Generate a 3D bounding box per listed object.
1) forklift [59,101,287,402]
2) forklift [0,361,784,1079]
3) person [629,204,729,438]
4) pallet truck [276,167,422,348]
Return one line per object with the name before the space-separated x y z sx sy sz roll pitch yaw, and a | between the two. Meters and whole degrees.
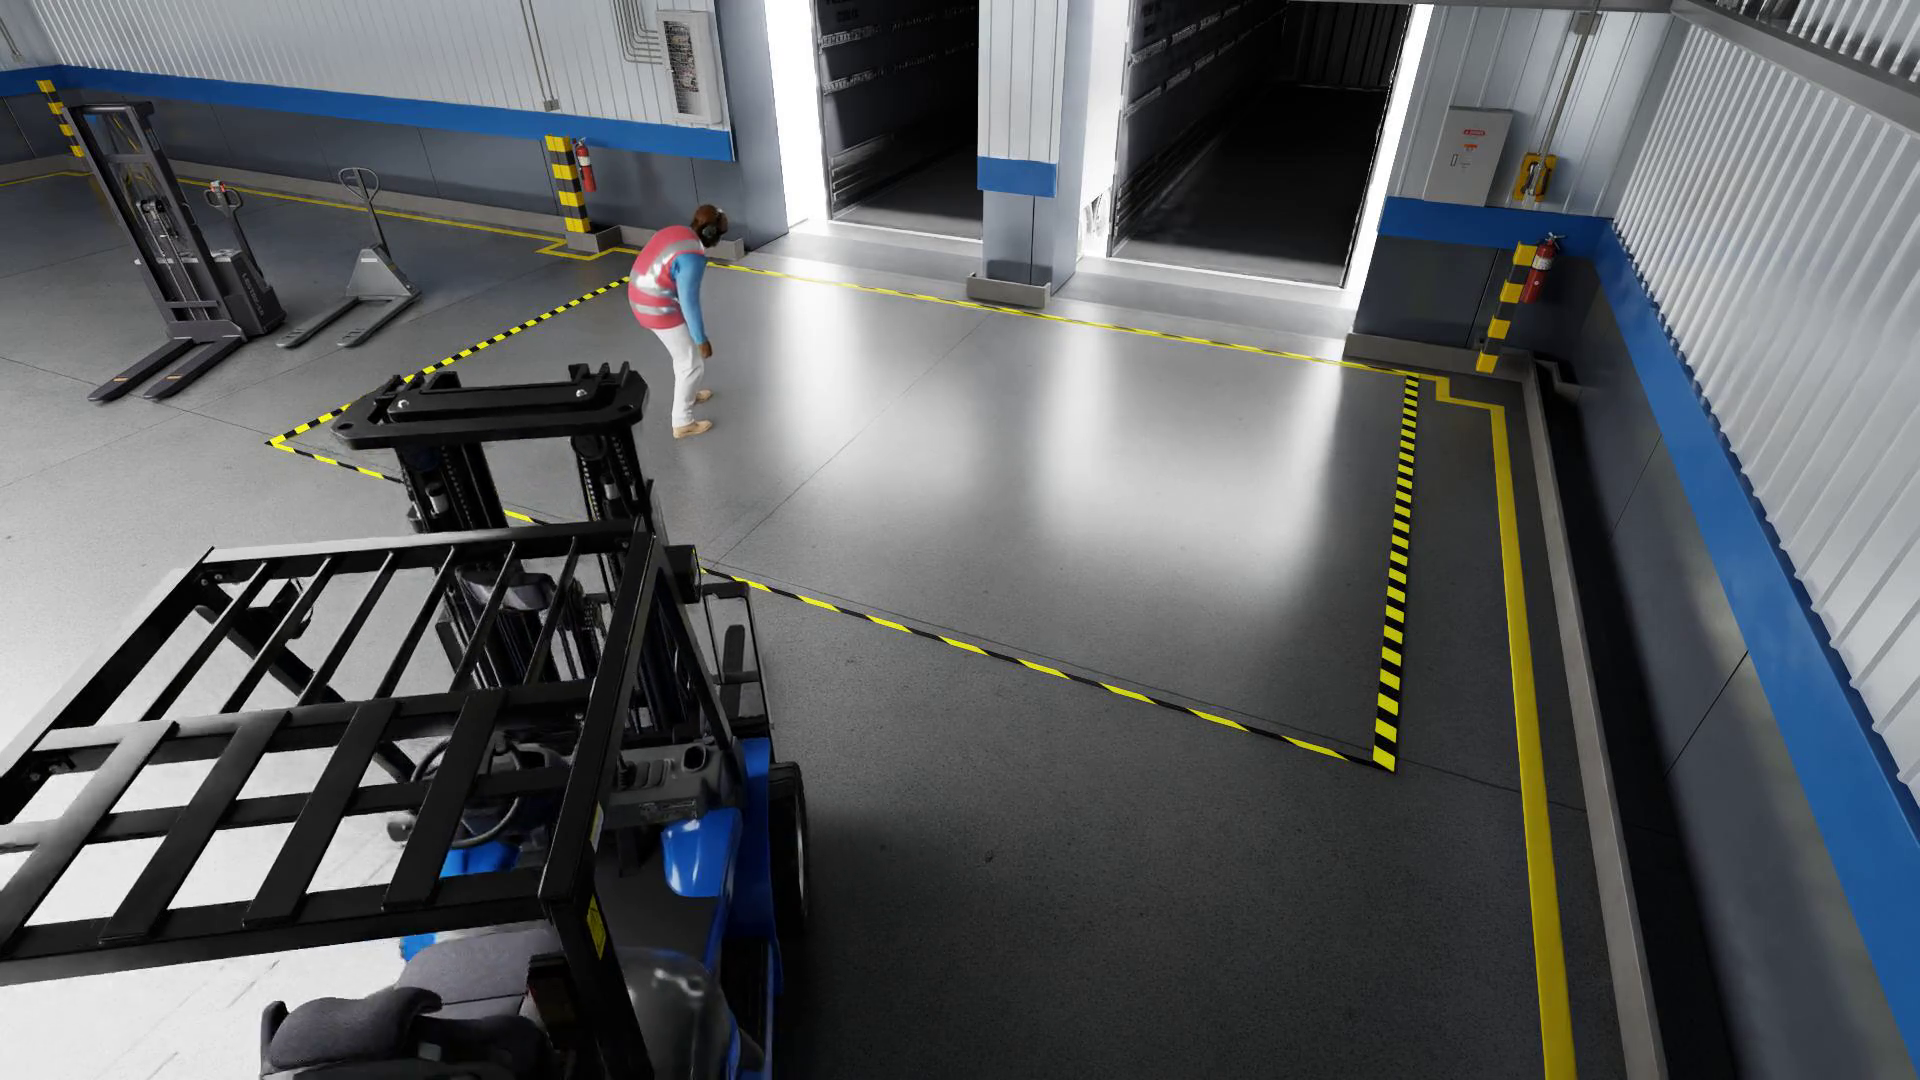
forklift | -6.686 -2.387 7.434 0.823 1.965 1.885 -3 35 -5
forklift | -1.135 0.994 2.288 1.157 2.036 2.680 -5 35 -7
person | -1.980 -1.610 6.704 0.779 1.573 0.838 -22 41 -28
pallet truck | -5.732 -2.611 8.414 0.680 1.201 1.601 -1 35 -1
